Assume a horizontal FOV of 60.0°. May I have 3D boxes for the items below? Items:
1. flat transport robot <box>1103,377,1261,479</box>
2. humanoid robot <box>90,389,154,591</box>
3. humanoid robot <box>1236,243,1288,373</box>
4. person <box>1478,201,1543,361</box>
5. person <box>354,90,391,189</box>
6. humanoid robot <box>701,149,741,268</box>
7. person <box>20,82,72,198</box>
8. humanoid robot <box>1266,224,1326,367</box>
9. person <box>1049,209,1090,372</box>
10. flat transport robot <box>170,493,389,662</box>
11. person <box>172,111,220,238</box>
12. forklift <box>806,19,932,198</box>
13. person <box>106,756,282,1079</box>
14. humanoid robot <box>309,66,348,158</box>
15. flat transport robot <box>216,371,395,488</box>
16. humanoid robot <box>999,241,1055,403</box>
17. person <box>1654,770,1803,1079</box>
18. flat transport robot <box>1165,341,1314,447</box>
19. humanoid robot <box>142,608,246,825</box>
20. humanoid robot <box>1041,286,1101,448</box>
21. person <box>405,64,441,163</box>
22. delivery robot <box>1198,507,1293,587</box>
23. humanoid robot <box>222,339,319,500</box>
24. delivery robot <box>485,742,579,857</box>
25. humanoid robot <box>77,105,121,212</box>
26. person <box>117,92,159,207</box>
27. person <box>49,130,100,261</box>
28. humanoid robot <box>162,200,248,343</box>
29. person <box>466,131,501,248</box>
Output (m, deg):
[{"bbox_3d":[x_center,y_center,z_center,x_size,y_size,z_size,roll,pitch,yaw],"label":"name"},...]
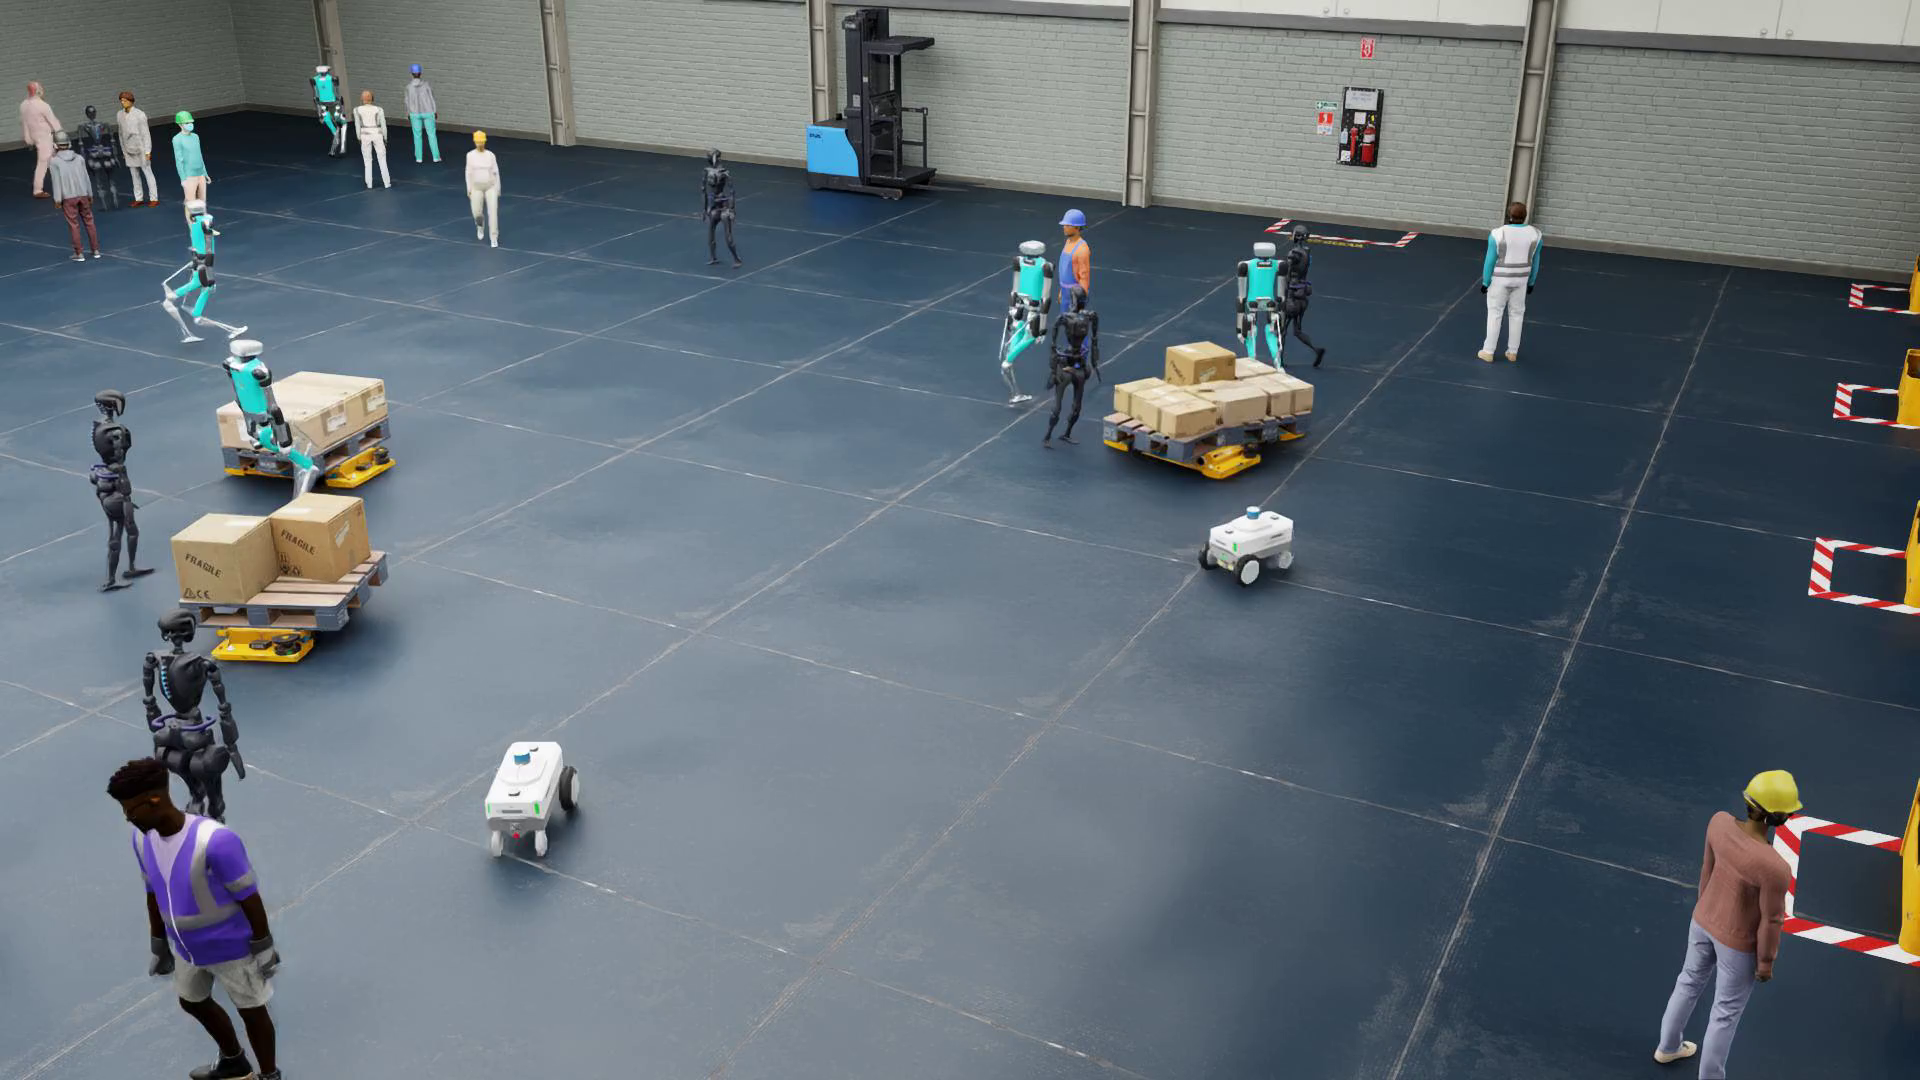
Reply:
[{"bbox_3d":[2.168,-0.926,16.318,1.431,0.231,0.659,21,31,40],"label":"flat transport robot"},{"bbox_3d":[-6.820,-0.412,13.361,0.448,1.633,0.608,-18,29,-36],"label":"humanoid robot"},{"bbox_3d":[3.169,-2.098,17.325,0.532,1.883,0.773,-2,23,-4],"label":"humanoid robot"},{"bbox_3d":[6.278,-2.955,19.052,0.633,1.840,0.429,-1,23,-2],"label":"person"},{"bbox_3d":[-9.992,-6.808,28.291,0.506,1.630,0.314,-5,24,-11],"label":"person"},{"bbox_3d":[-3.326,-4.620,23.139,0.596,1.637,0.388,13,26,27],"label":"humanoid robot"},{"bbox_3d":[-15.188,-6.670,27.687,0.635,1.849,1.012,15,27,31],"label":"person"},{"bbox_3d":[3.833,-2.733,18.767,0.637,1.640,0.586,15,27,31],"label":"humanoid robot"},{"bbox_3d":[1.247,-2.705,18.382,0.361,1.911,0.522,-9,25,-19],"label":"person"},{"bbox_3d":[-5.170,0.549,12.885,0.659,0.231,1.431,1,23,3],"label":"flat transport robot"},{"bbox_3d":[-11.433,-5.445,24.803,0.349,1.876,0.517,8,25,18],"label":"person"},{"bbox_3d":[-1.573,-7.292,27.850,1.873,2.768,1.129,12,26,25],"label":"forklift"},{"bbox_3d":[-3.454,1.870,7.722,0.716,1.926,0.370,9,25,19],"label":"person"},{"bbox_3d":[-11.544,-7.883,30.652,0.535,1.721,1.037,0,23,0],"label":"humanoid robot"},{"bbox_3d":[-6.220,-0.755,15.921,1.431,0.231,0.659,7,24,15],"label":"flat transport robot"},{"bbox_3d":[0.582,-2.188,17.427,0.546,1.801,0.782,21,31,40],"label":"humanoid robot"},{"bbox_3d":[3.701,1.868,7.936,0.343,1.759,0.516,-7,24,-16],"label":"person"},{"bbox_3d":[2.721,-1.091,16.703,1.431,0.231,0.659,-11,26,-24],"label":"flat transport robot"},{"bbox_3d":[-4.447,1.174,9.648,0.613,1.635,0.365,6,24,13],"label":"humanoid robot"},{"bbox_3d":[1.086,-1.711,16.381,0.633,1.640,0.367,-13,26,-27],"label":"humanoid robot"},{"bbox_3d":[-9.824,-7.782,30.369,0.525,1.779,0.361,-5,24,-12],"label":"person"},{"bbox_3d":[2.406,0.012,13.749,0.751,0.576,0.499,-16,28,-32],"label":"delivery robot"},{"bbox_3d":[-5.885,-0.949,14.528,0.545,1.775,0.805,15,27,30],"label":"humanoid robot"},{"bbox_3d":[-2.659,1.536,10.189,0.499,0.566,0.739,-1,23,-1],"label":"delivery robot"},{"bbox_3d":[-13.744,-6.088,26.558,0.583,1.654,0.352,-18,29,-36],"label":"humanoid robot"},{"bbox_3d":[-13.309,-6.304,26.861,0.501,1.833,0.365,2,23,4],"label":"person"},{"bbox_3d":[-12.554,-4.875,23.554,0.367,1.812,0.540,17,28,34],"label":"person"},{"bbox_3d":[-8.978,-3.077,19.459,0.997,1.734,0.547,-18,29,-35],"label":"humanoid robot"},{"bbox_3d":[-6.967,-5.151,24.328,0.492,1.670,0.435,-6,24,-14],"label":"person"}]
